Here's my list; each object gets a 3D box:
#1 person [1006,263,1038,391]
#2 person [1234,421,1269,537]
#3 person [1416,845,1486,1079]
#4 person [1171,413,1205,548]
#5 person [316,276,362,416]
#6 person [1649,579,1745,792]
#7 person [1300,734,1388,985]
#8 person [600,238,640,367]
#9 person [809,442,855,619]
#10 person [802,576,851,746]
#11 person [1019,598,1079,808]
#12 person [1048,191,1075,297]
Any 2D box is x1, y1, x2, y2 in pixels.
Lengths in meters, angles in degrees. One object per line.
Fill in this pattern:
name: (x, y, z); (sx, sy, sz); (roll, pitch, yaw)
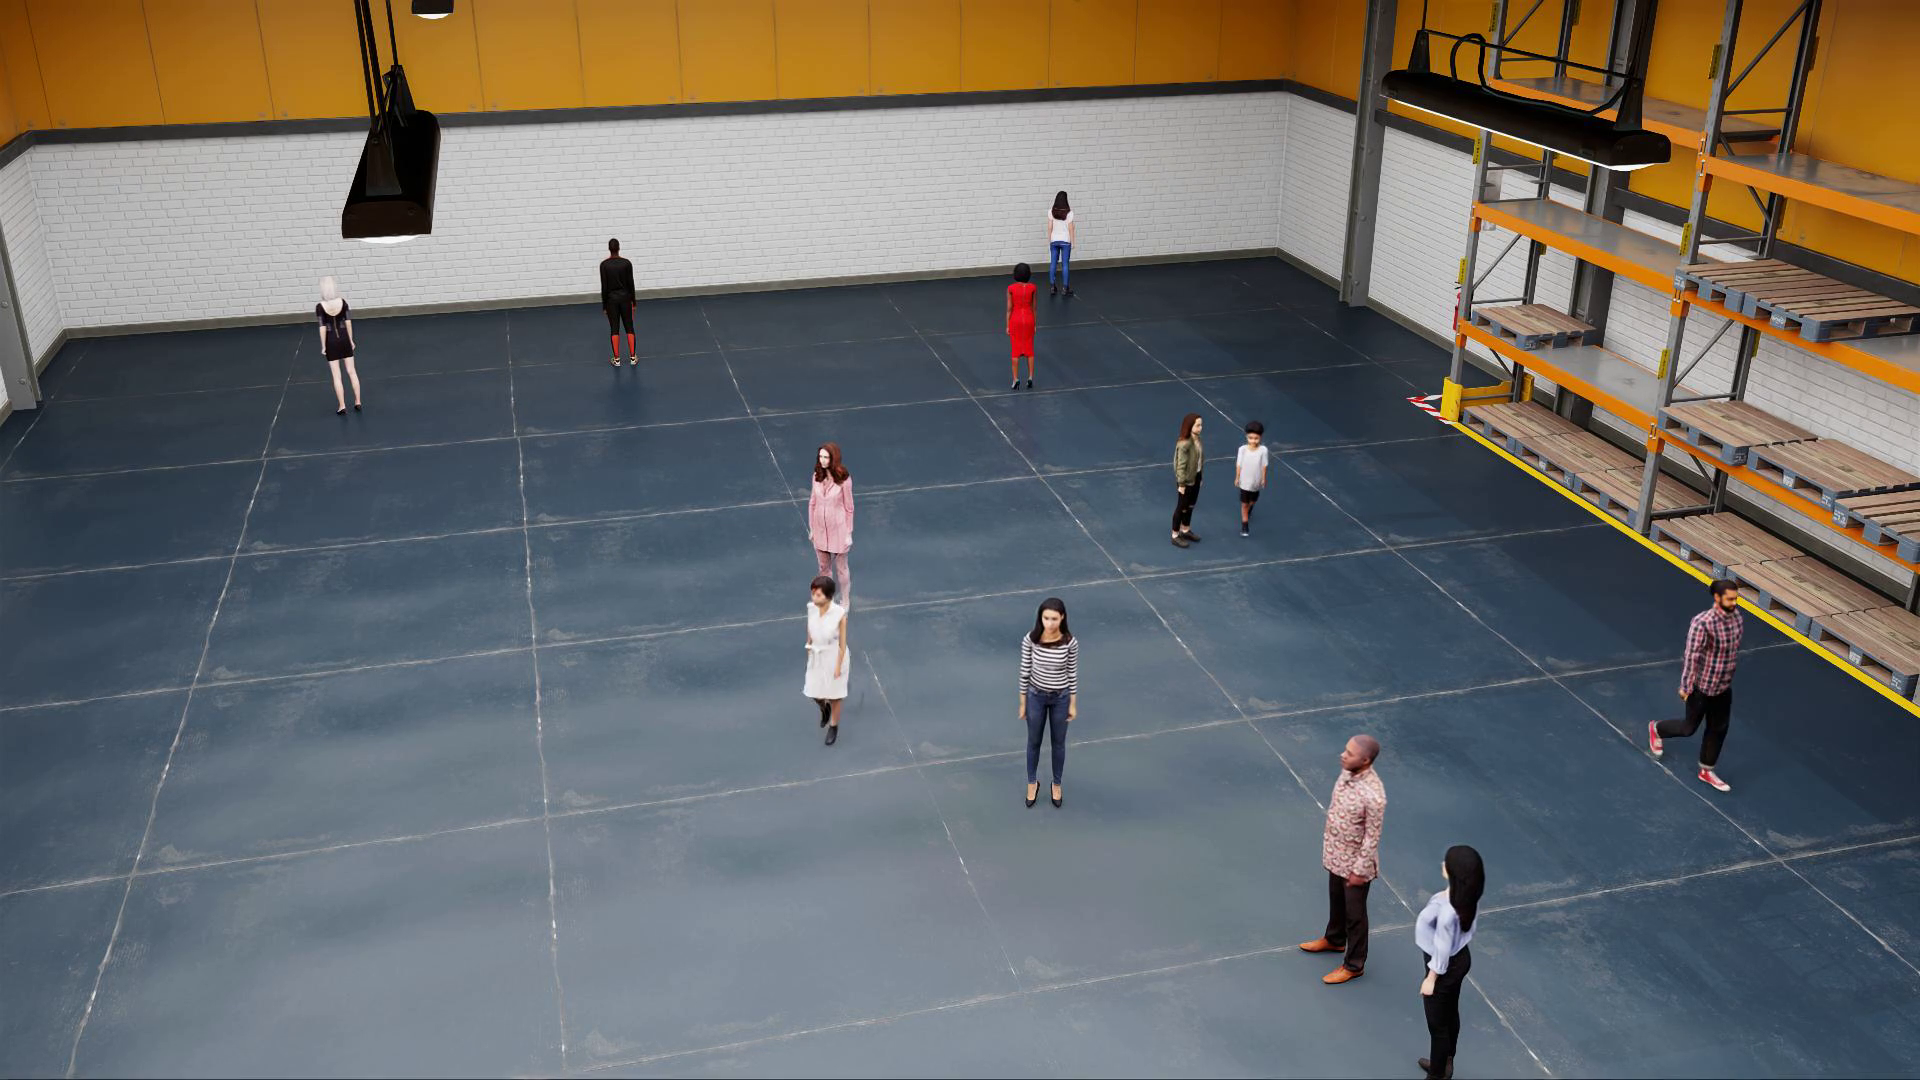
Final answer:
person: (0.834, -2.888, 22.466); (0.586, 1.743, 0.535); (-4, 24, -8)
person: (3.169, -0.708, 18.114); (0.702, 1.234, 0.945); (3, 24, 6)
person: (2.916, 2.577, 9.963); (0.770, 1.744, 0.726); (15, 28, 31)
person: (2.428, -0.653, 17.688); (0.677, 1.475, 0.642); (17, 29, 33)
person: (-8.051, -2.521, 21.520); (0.643, 1.829, 0.633); (-18, 30, -36)
person: (5.948, 1.109, 13.326); (0.801, 1.739, 1.059); (-11, 26, -23)
person: (2.602, 2.076, 11.029); (0.739, 1.808, 0.526); (-5, 24, -11)
person: (-4.821, -3.368, 23.483); (0.629, 1.808, 0.520); (-7, 25, -15)
person: (-1.225, -0.093, 15.996); (0.688, 1.803, 0.725); (10, 26, 23)
person: (-1.068, 0.970, 13.890); (0.704, 1.543, 0.782); (9, 25, 20)
person: (0.690, 1.261, 12.908); (0.646, 1.796, 0.603); (2, 24, 5)
person: (1.628, -4.792, 26.894); (0.677, 1.685, 0.722); (11, 26, 24)
